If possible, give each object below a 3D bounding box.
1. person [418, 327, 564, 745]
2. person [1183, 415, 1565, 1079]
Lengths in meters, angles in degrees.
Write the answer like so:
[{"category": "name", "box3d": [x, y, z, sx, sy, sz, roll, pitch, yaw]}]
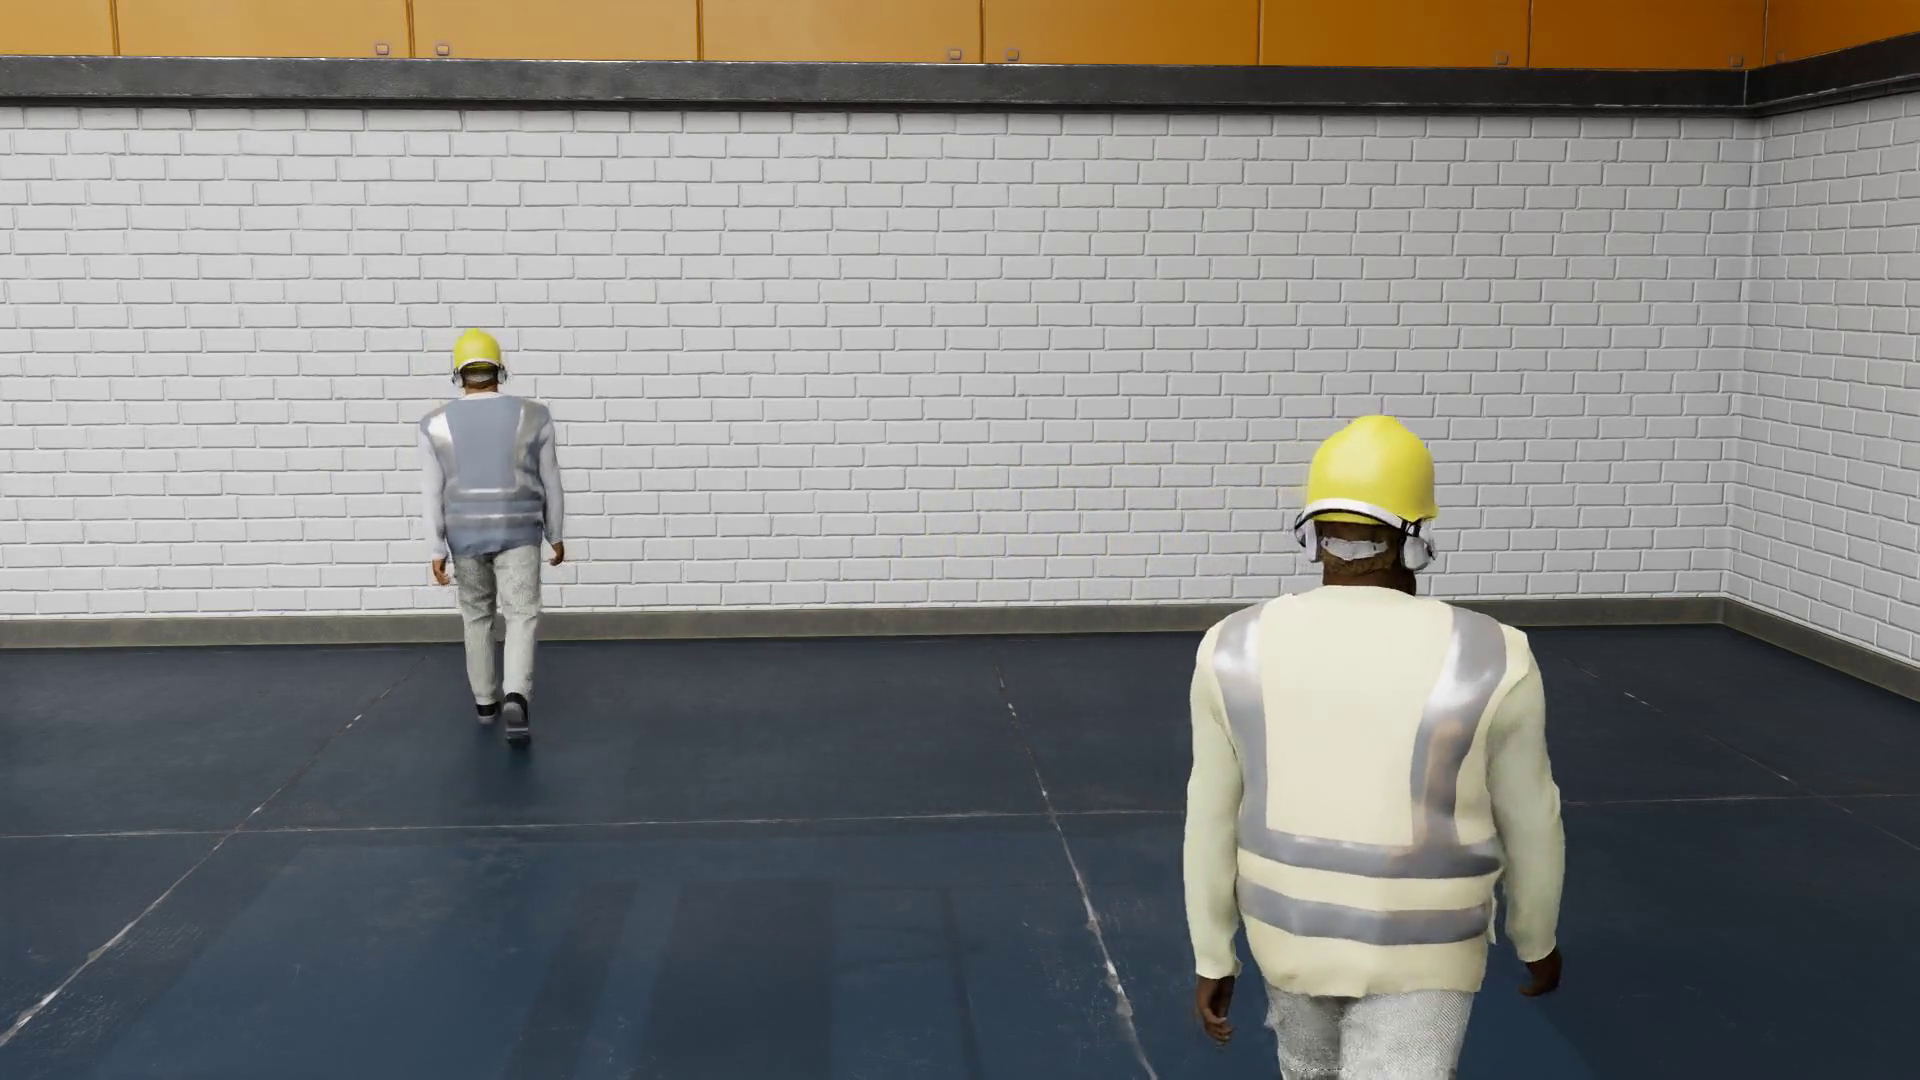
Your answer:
[{"category": "person", "box3d": [-2.036, -0.021, 7.255, 0.595, 1.803, 0.834, -1, 9, -9]}, {"category": "person", "box3d": [0.719, 0.680, 2.915, 0.605, 1.784, 0.954, 5, 10, 29]}]
